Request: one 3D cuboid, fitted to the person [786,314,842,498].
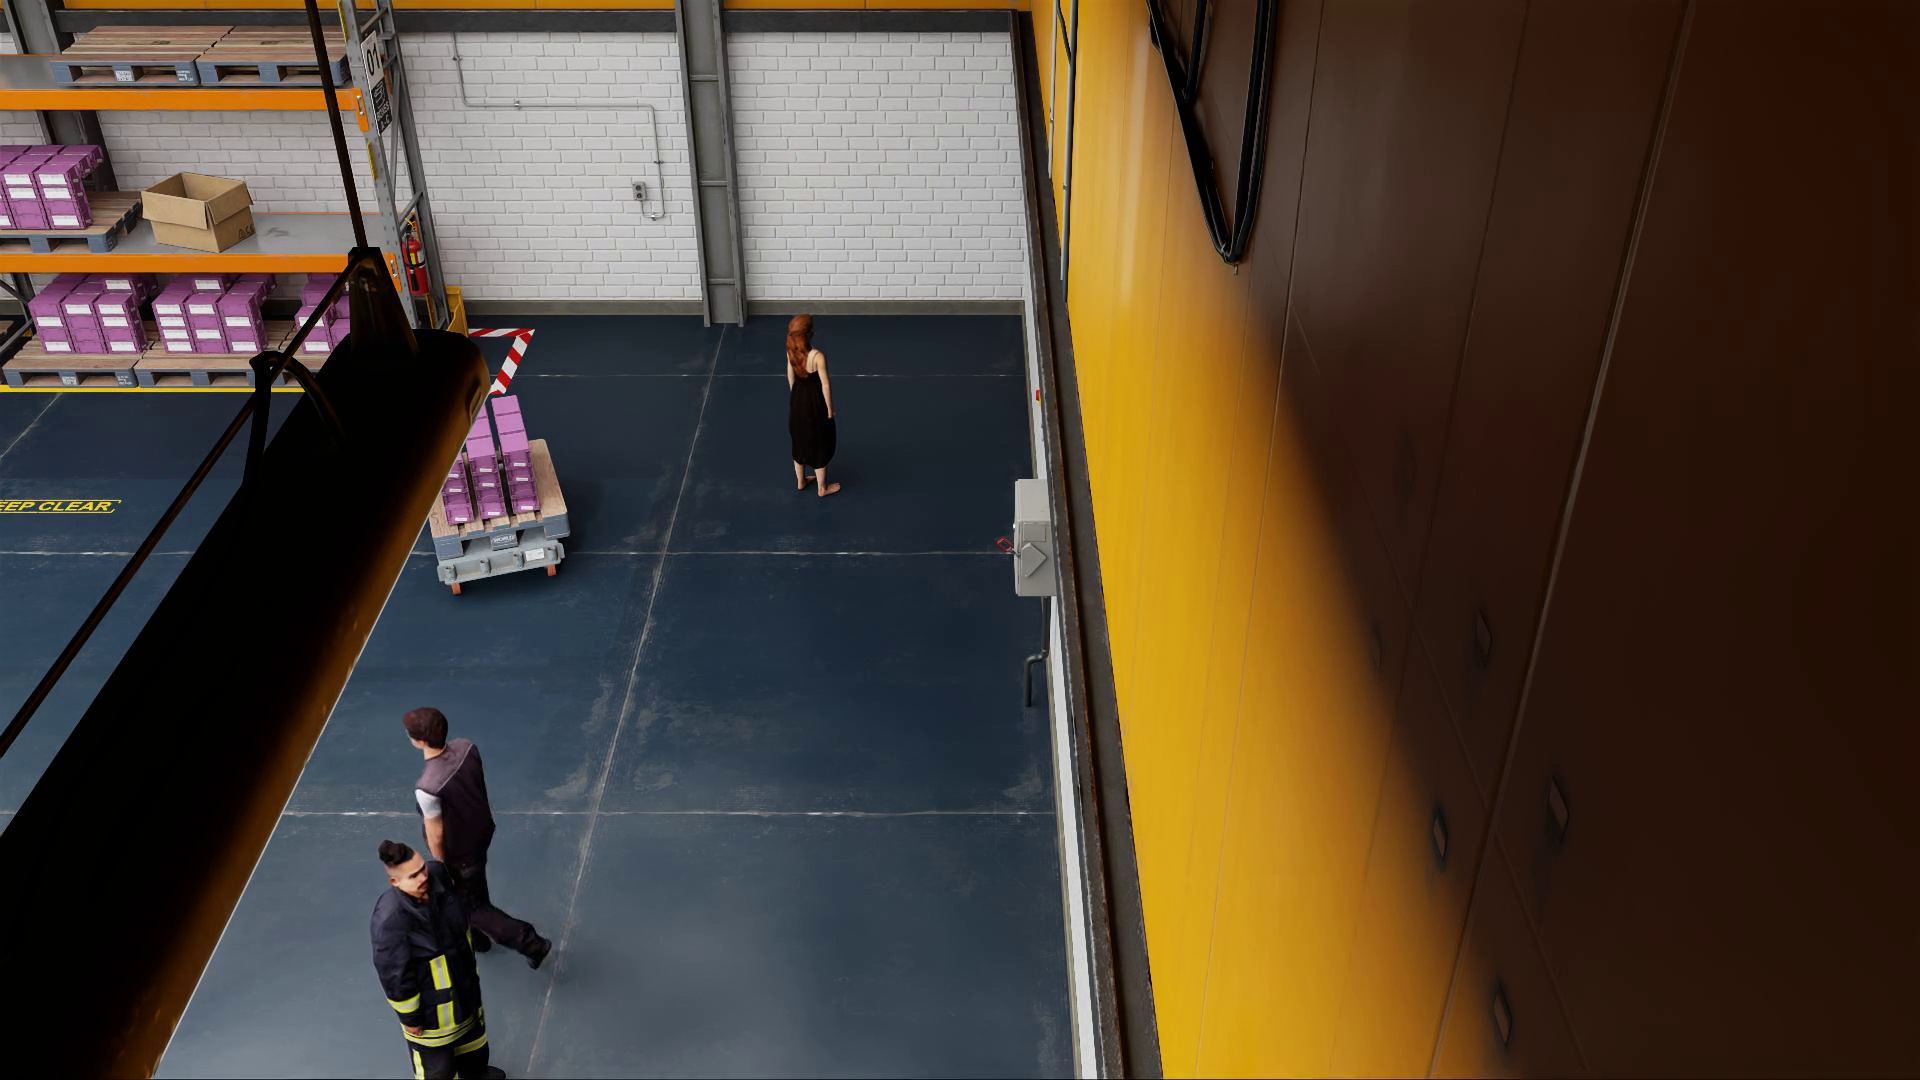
[{"bbox_3d":[-1.235,-1.108,13.582,0.657,1.625,0.733,21,39,28],"label":"person"}]

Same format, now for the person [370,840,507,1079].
[{"bbox_3d":[-2.655,2.197,8.396,0.823,1.862,0.851,11,35,16],"label":"person"}]

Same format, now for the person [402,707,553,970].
[{"bbox_3d":[-2.656,1.691,9.191,1.092,1.824,0.845,9,35,13],"label":"person"}]
